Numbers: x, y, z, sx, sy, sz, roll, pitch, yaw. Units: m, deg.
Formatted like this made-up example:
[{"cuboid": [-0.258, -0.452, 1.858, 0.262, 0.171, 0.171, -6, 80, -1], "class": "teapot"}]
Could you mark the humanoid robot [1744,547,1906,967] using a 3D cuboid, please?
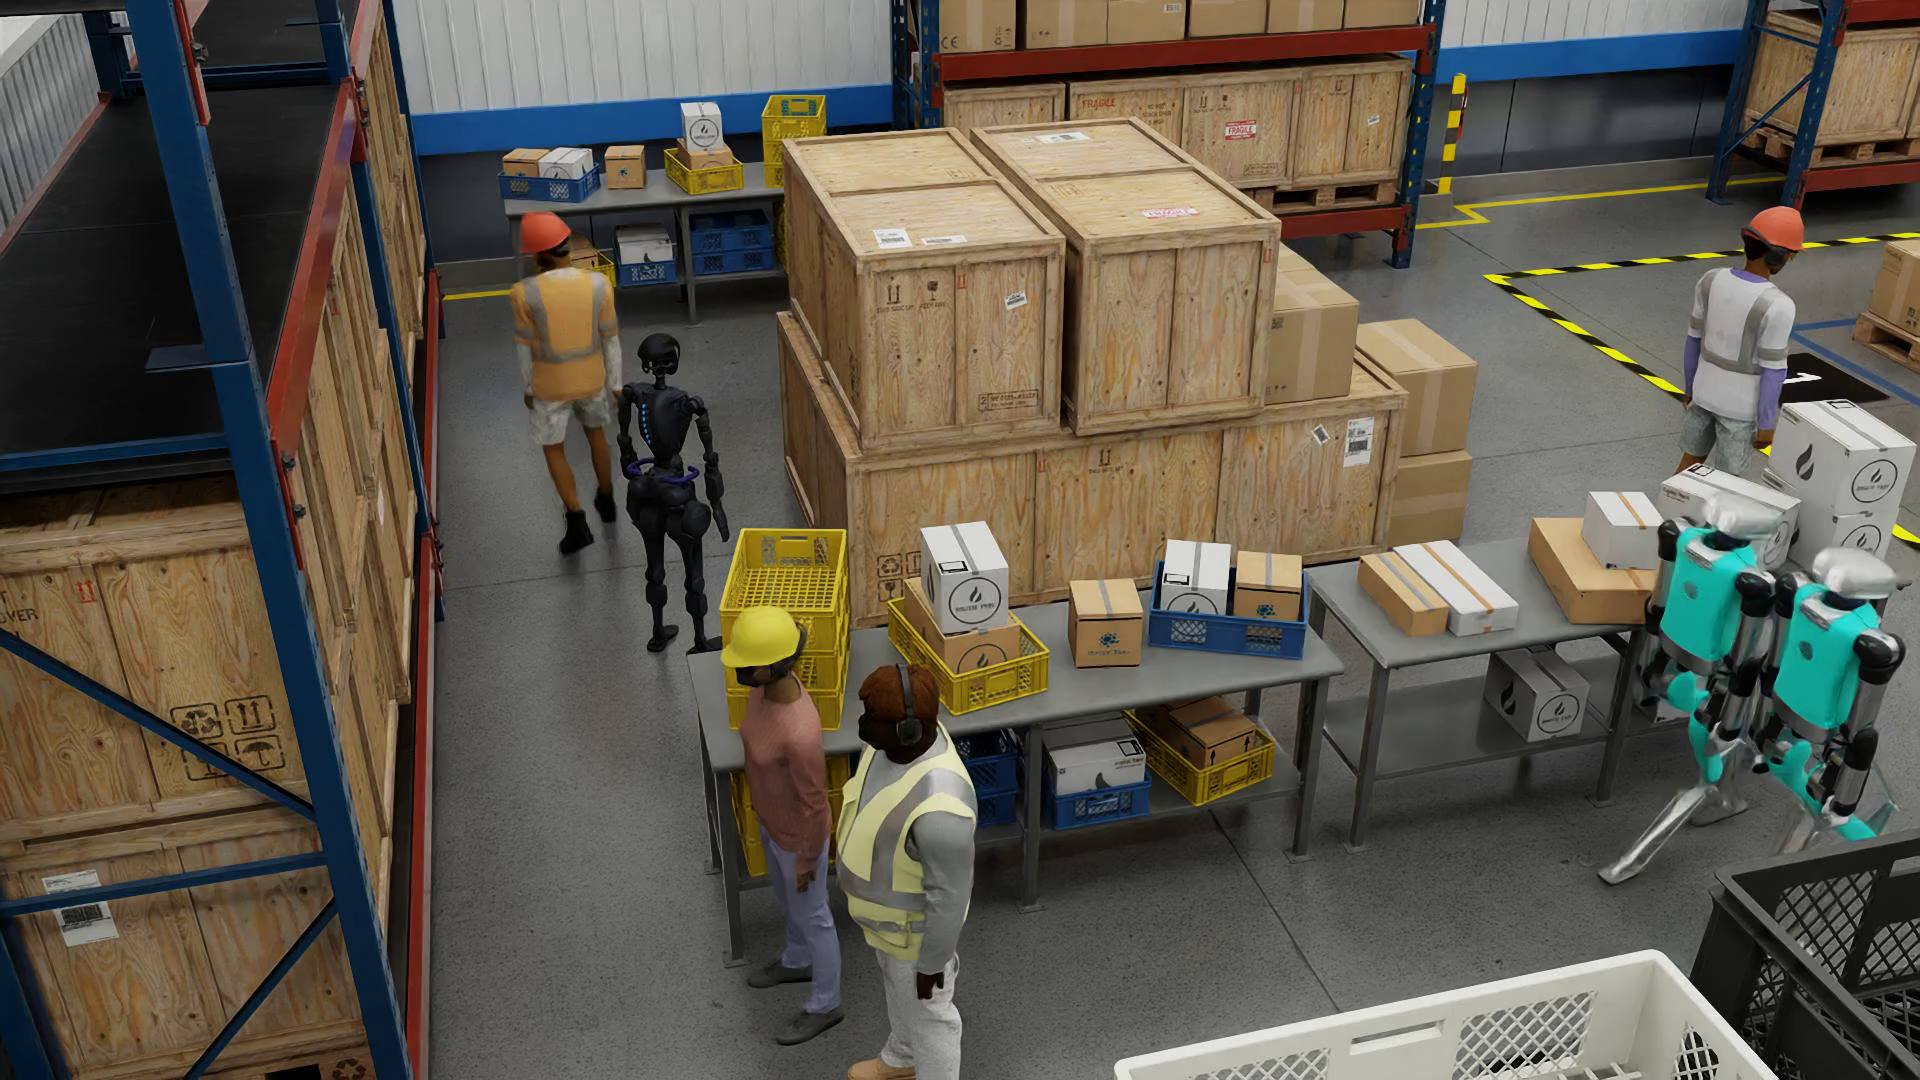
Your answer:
[{"cuboid": [3.239, 0.790, 6.107, 0.664, 1.739, 0.540, -8, 30, -14], "class": "humanoid robot"}]

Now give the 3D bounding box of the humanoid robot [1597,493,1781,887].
[{"cuboid": [3.053, 0.573, 6.602, 1.059, 1.755, 0.551, -12, 31, -20], "class": "humanoid robot"}]

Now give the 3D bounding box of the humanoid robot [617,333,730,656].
[{"cuboid": [-1.402, -0.210, 8.023, 0.599, 1.657, 0.315, 14, 32, 24], "class": "humanoid robot"}]

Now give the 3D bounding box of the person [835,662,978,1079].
[{"cuboid": [-0.178, 1.184, 5.337, 0.429, 1.843, 0.632, -9, 30, -16], "class": "person"}]

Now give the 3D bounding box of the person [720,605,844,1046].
[{"cuboid": [-0.620, 0.987, 5.774, 0.329, 1.765, 0.532, -12, 31, -21], "class": "person"}]

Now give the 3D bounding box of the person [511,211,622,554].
[{"cuboid": [-2.092, -0.864, 8.988, 0.554, 1.912, 0.617, -14, 32, -24], "class": "person"}]

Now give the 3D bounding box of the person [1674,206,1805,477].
[{"cuboid": [3.997, -0.730, 8.617, 0.387, 2.033, 0.604, -11, 31, -19], "class": "person"}]
